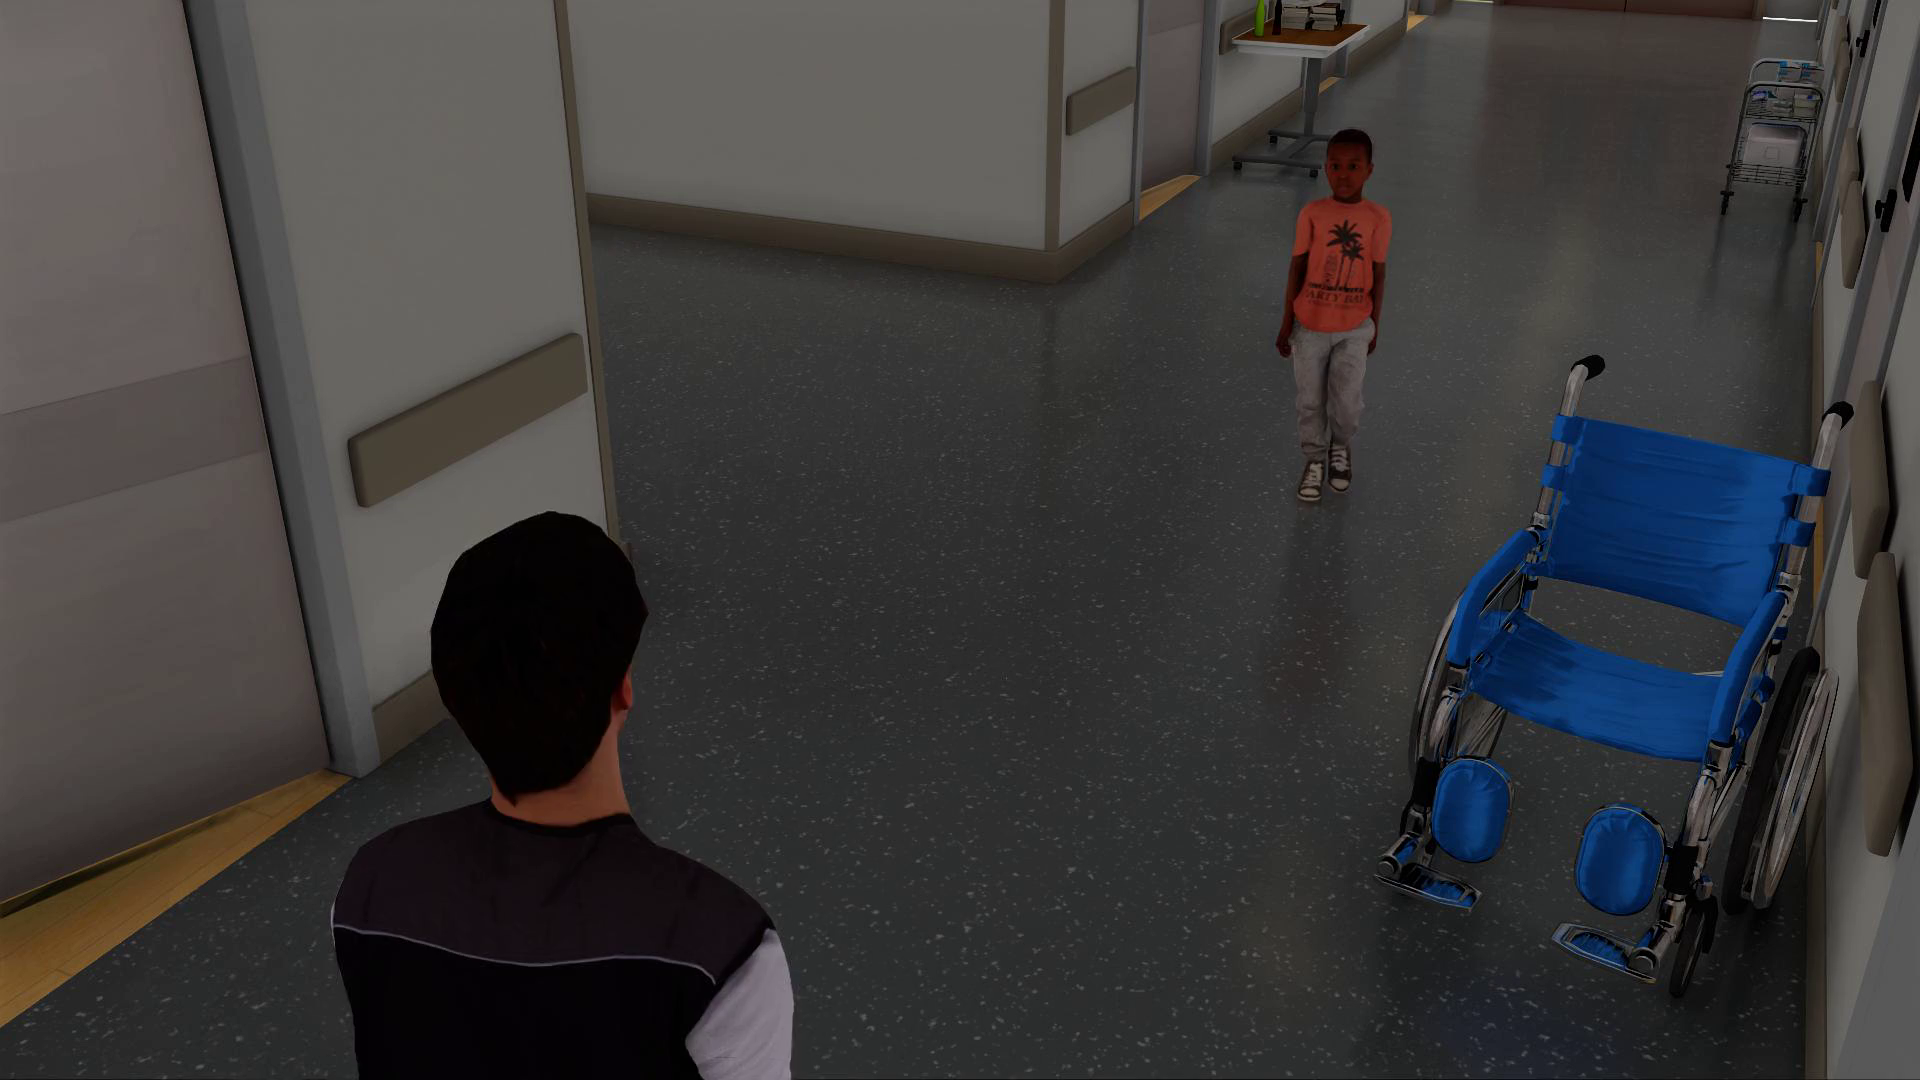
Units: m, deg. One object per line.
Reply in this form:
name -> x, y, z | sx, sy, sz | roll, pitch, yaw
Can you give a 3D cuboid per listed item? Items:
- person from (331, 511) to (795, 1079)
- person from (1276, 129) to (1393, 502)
person -> -0.406, 0.891, 1.745 | 0.781, 1.830, 0.842 | 6, 26, 12
person -> 1.310, -0.789, 5.836 | 0.501, 1.302, 0.540 | 8, 27, 17
